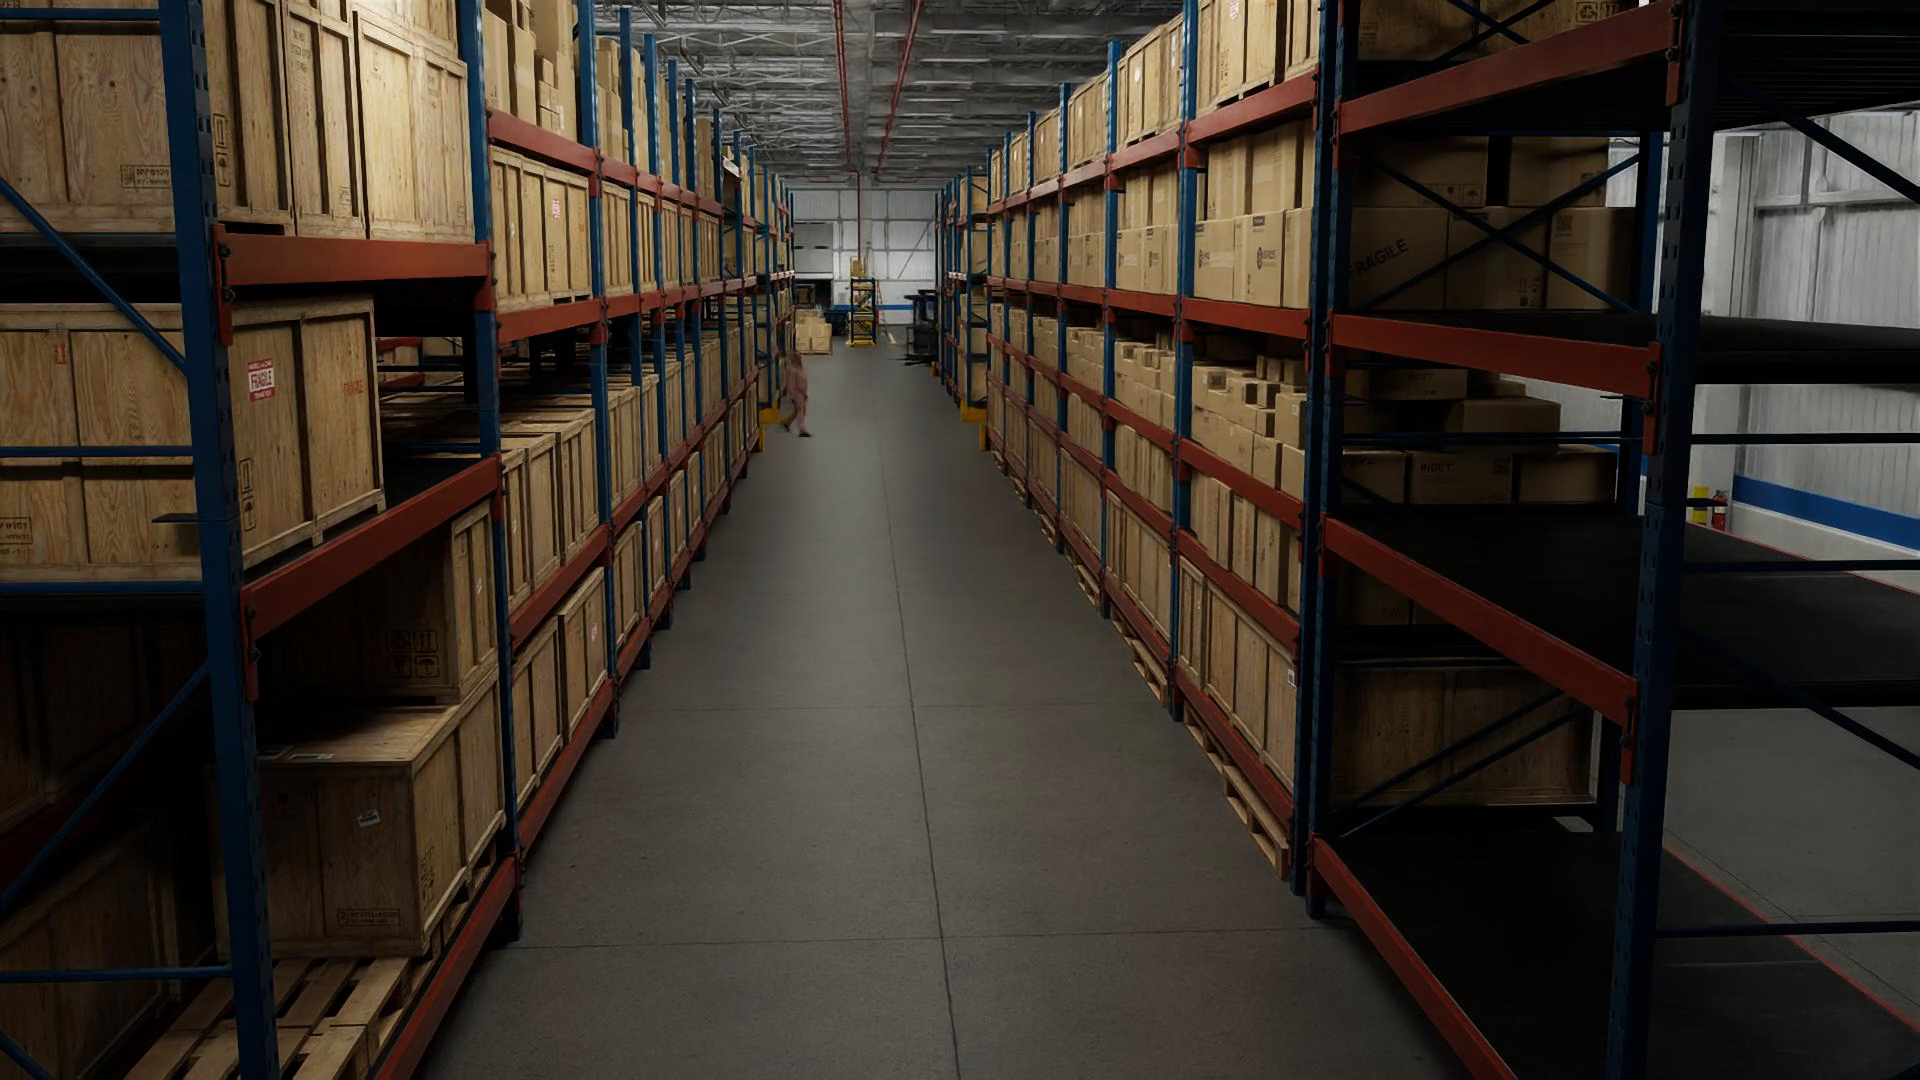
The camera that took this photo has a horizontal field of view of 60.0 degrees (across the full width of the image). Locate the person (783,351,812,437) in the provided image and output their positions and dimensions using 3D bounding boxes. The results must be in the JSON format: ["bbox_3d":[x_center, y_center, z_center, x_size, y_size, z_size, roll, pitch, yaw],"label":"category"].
[{"bbox_3d":[-3.589,-3.212,36.586,0.642,1.891,0.662,2,10,14],"label":"person"}]

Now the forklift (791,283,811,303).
[{"bbox_3d":[-7.481,-10.728,78.548,1.129,2.768,1.873,-2,10,-10],"label":"forklift"}]

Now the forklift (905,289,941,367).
[{"bbox_3d":[-1.054,-7.828,61.229,1.129,2.768,1.873,6,11,30],"label":"forklift"}]

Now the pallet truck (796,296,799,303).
[{"bbox_3d":[-8.622,-12.439,91.403,1.885,1.965,0.823,2,10,13],"label":"pallet truck"}]

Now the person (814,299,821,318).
[{"bbox_3d":[-7.621,-11.923,88.695,0.416,1.868,0.611,-6,11,-33],"label":"person"}]
